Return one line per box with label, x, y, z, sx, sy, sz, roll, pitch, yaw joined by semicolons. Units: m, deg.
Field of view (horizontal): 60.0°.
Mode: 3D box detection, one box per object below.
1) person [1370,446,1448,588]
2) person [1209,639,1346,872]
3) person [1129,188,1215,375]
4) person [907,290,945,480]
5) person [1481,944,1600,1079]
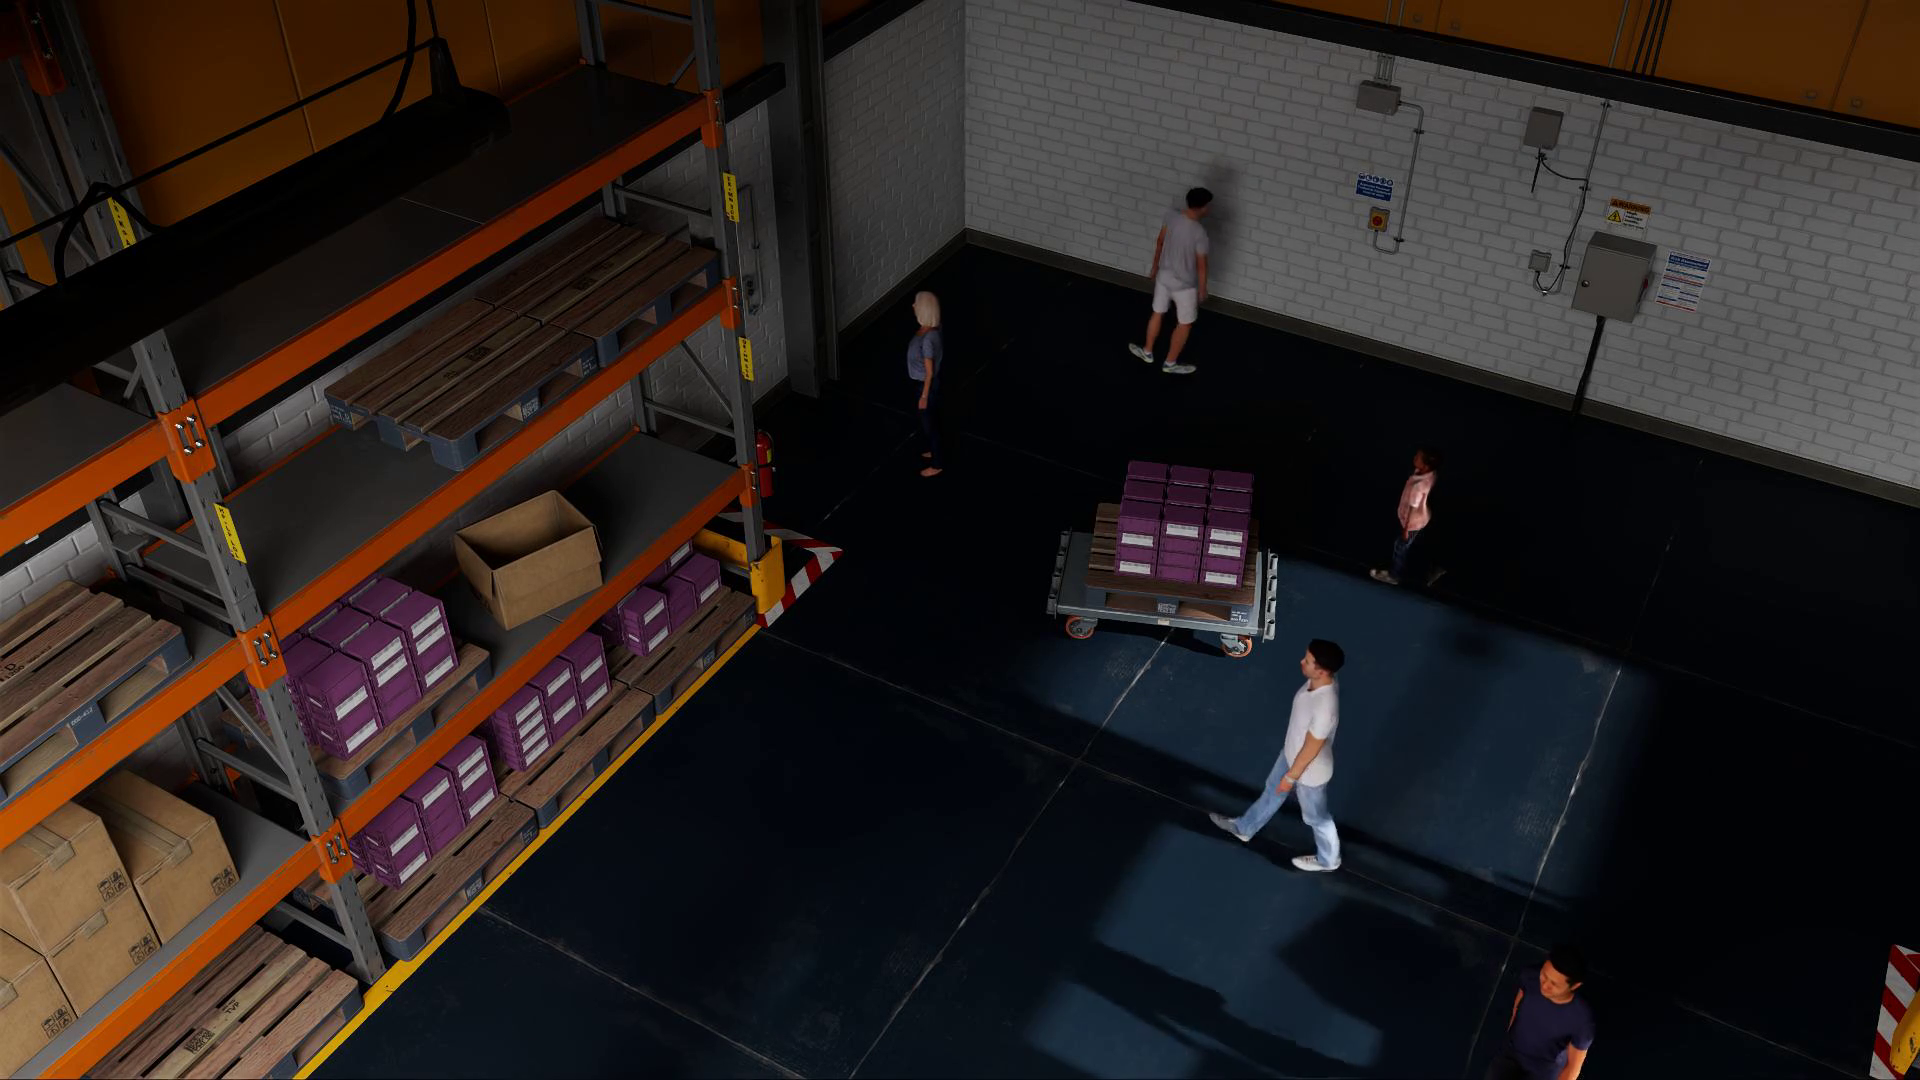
person;3.446;-0.148;12.407;0.572;1.297;0.708;20;43;23
person;2.206;1.353;10.105;1.000;1.823;1.125;5;39;7
person;1.867;-2.316;14.703;0.946;1.819;0.727;25;45;28
person;-0.248;-1.265;13.465;0.709;1.722;0.582;3;39;4
person;3.040;2.621;8.563;1.022;1.766;0.904;-20;43;-23
